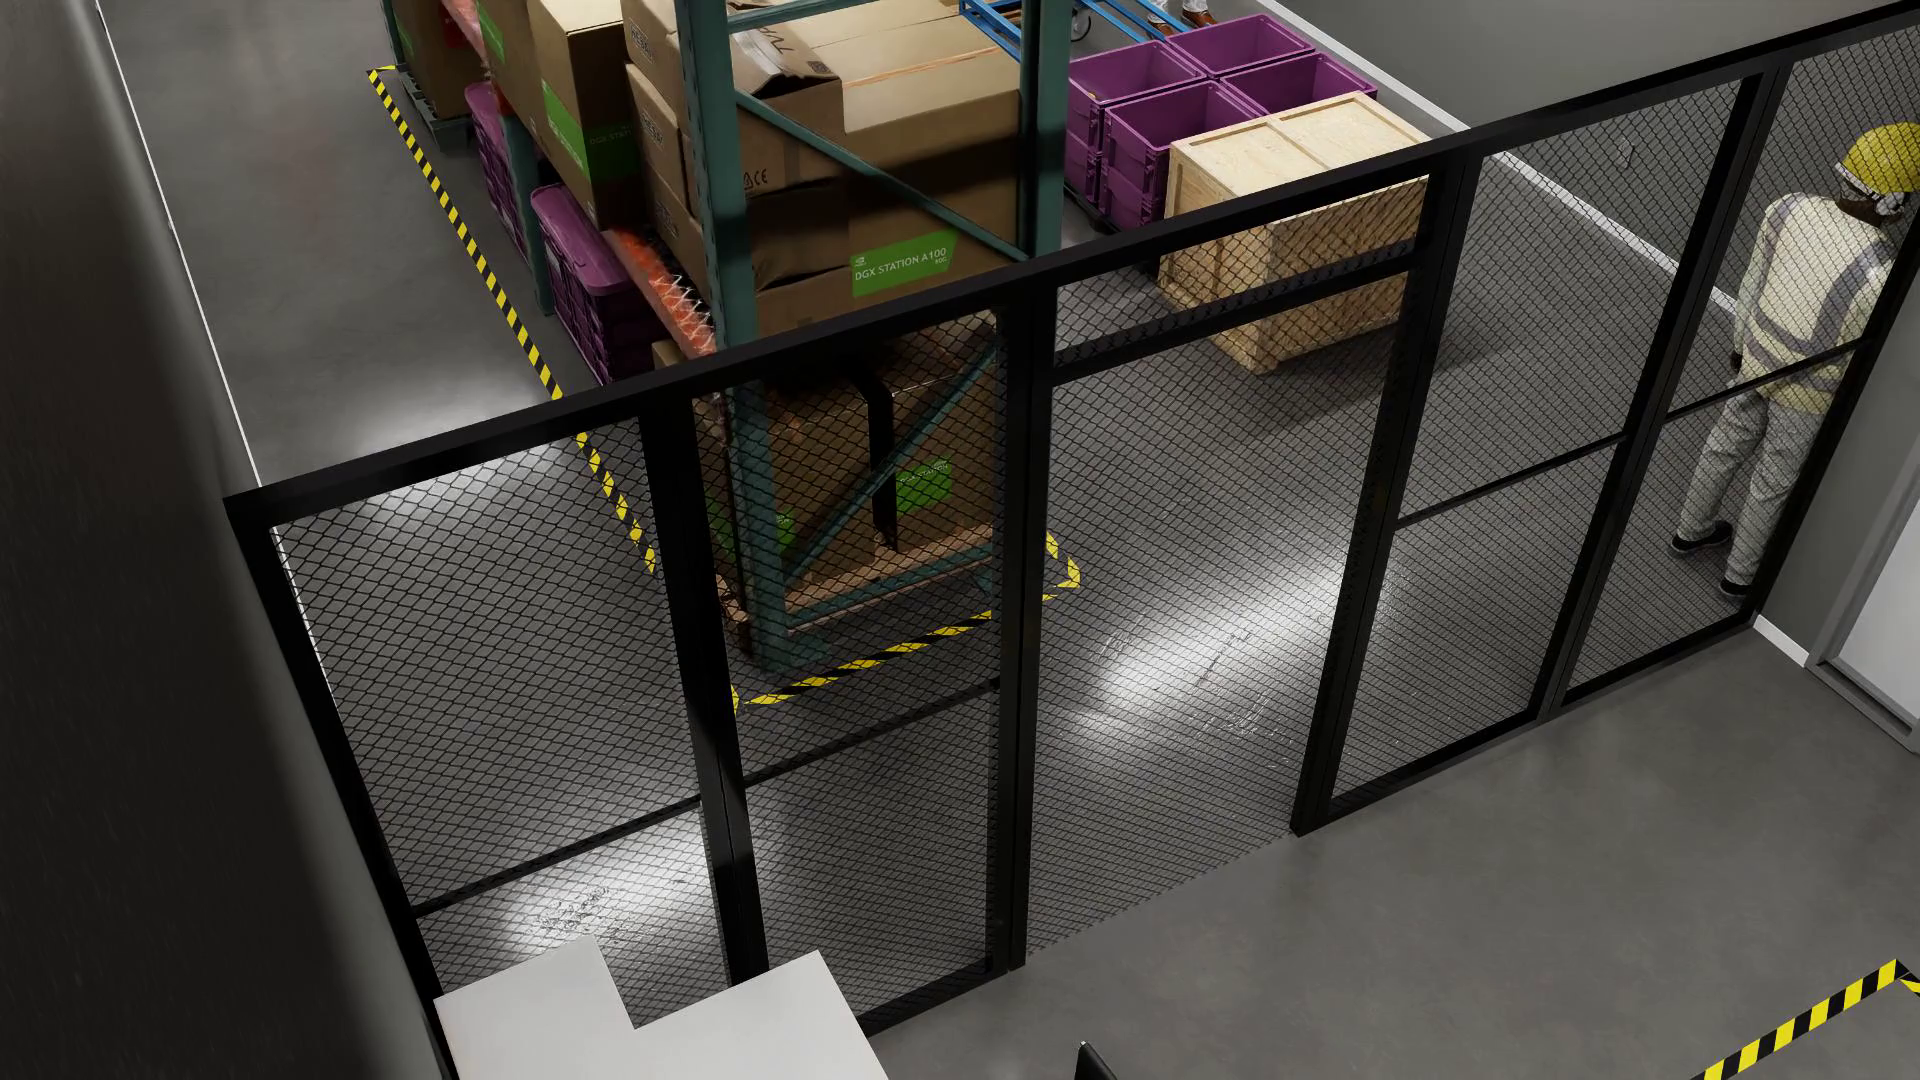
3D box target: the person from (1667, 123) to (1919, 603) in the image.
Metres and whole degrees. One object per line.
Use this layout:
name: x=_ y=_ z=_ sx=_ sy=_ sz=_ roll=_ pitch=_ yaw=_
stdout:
person: x=2.857 y=-0.575 z=5.651 sx=0.403 sy=1.834 sz=0.588 roll=-14 pitch=44 yaw=-15

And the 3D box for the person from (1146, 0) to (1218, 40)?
person: x=1.276 y=-3.629 z=8.915 sx=0.630 sy=1.940 sz=0.372 roll=-22 pitch=47 yaw=-22
